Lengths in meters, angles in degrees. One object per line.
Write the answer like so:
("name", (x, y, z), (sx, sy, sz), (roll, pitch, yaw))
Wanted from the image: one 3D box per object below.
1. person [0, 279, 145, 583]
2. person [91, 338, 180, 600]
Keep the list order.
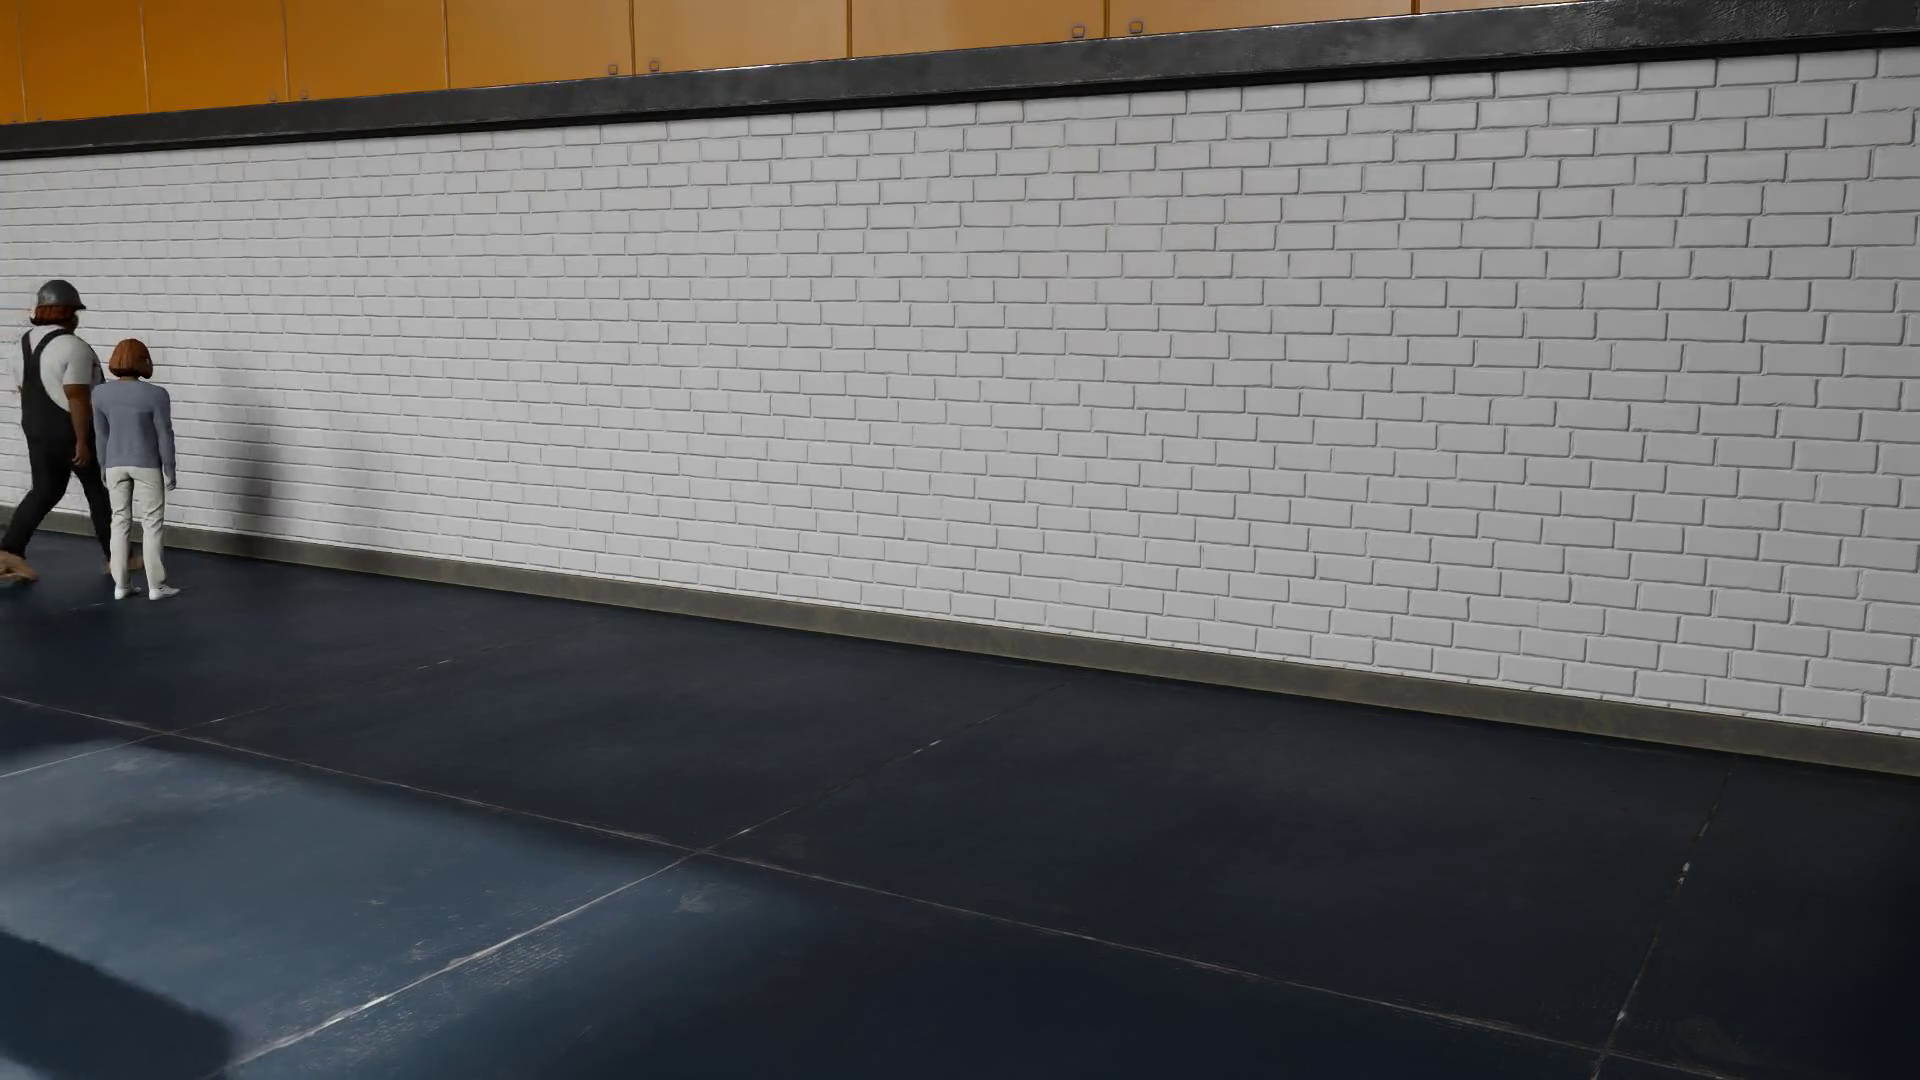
("person", (-5.956, -0.744, 10.963), (0.686, 2.000, 0.984), (4, 10, 26))
("person", (-5.114, -0.435, 10.334), (0.493, 1.624, 0.280), (0, 9, 1))
